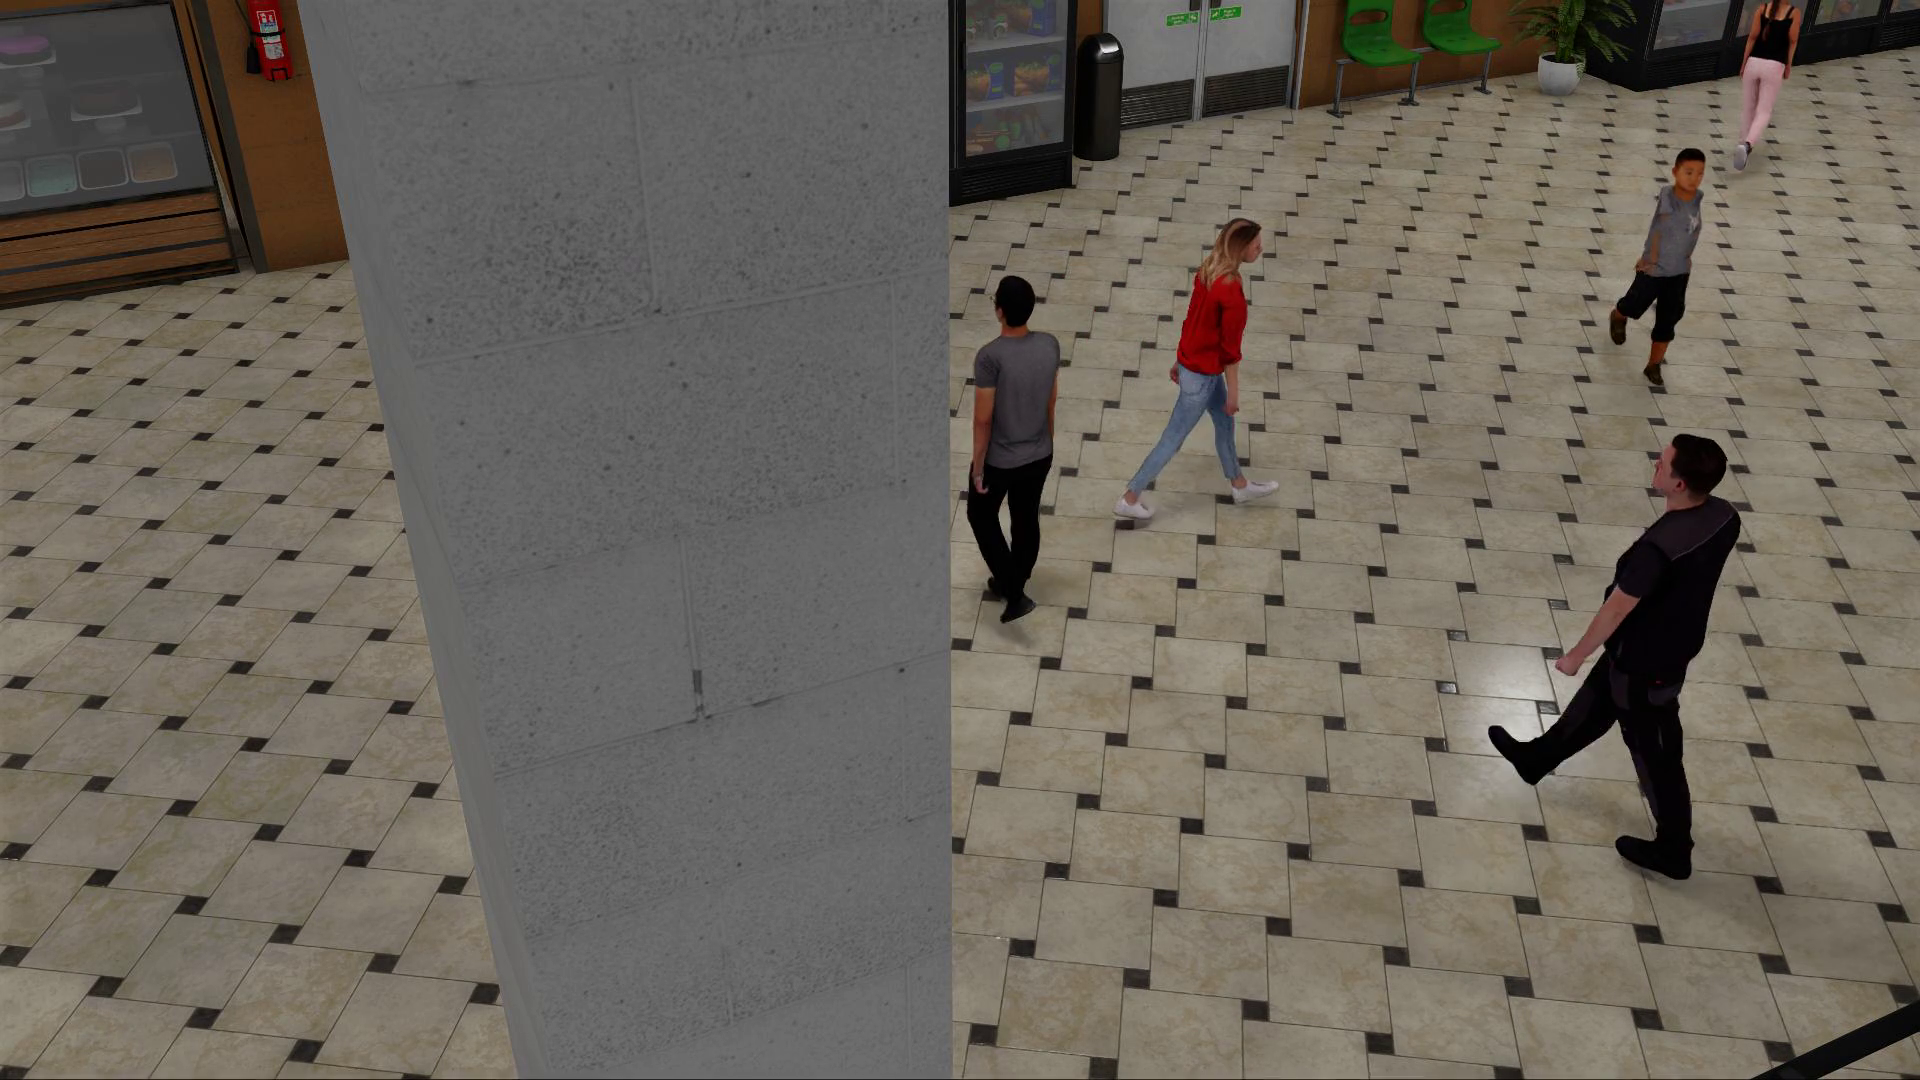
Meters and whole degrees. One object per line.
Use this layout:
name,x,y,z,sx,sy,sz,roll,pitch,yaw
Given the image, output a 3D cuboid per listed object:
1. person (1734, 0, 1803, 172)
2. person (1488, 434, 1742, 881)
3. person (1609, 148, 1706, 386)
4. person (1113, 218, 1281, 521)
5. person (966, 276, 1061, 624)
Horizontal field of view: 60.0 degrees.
person,6.379,-3.714,13.221,0.936,1.546,0.861,21,38,30
person,2.658,0.494,6.222,1.292,1.795,1.003,27,41,36
person,4.281,-1.754,10.172,0.824,1.437,1.066,-1,32,-2
person,1.144,-0.807,8.452,0.920,1.647,1.167,-8,33,-13
person,0.279,-0.362,7.641,0.669,1.749,0.823,-17,36,-25
